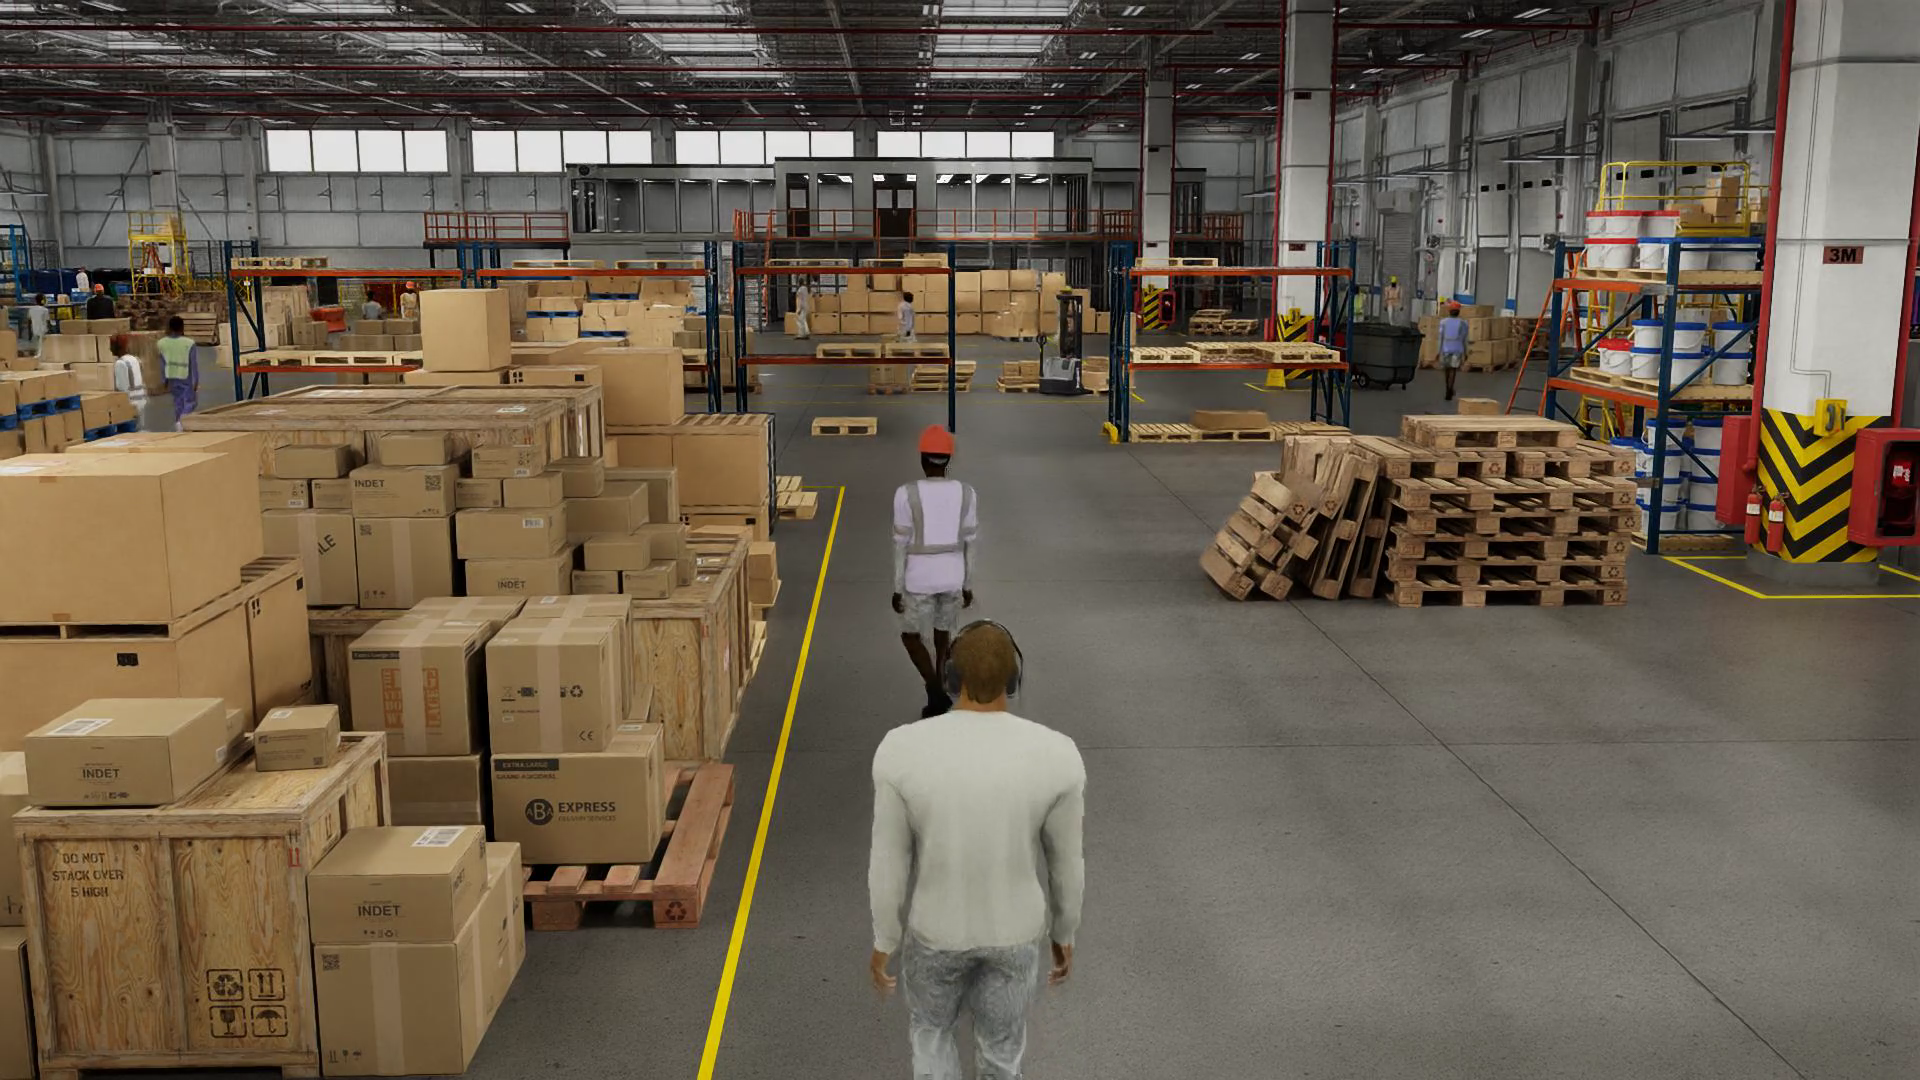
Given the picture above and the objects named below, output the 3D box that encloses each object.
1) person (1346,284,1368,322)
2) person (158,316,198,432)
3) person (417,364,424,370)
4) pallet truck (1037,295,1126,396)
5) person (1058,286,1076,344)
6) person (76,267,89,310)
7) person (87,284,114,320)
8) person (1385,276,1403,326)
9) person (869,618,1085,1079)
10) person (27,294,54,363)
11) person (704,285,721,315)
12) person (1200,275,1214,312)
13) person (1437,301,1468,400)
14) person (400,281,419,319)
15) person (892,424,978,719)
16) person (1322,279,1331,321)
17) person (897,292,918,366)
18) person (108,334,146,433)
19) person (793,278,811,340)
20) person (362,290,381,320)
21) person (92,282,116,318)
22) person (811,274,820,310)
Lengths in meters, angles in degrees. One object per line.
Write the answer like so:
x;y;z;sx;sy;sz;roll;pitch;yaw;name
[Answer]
11.550;-6.555;48.482;0.638;1.821;0.536;0;10;1;person
-11.979;-2.480;25.520;0.594;1.904;0.512;0;10;0;person
-6.207;-1.485;19.910;0.387;1.926;0.591;6;12;30;person
2.483;-3.881;33.060;1.885;1.965;0.823;-7;13;-36;pallet truck
3.181;-6.685;49.428;0.490;1.730;0.456;9;13;40;person
-39.219;-11.272;74.487;0.636;1.911;0.406;5;11;25;person
-21.346;-5.367;41.337;0.608;1.997;0.374;-6;12;-29;person
14.523;-7.888;55.704;0.597;1.886;0.976;3;11;15;person
0.053;1.183;5.048;0.655;1.926;0.436;0;10;-2;person
-21.265;-4.778;38.586;0.533;1.805;0.984;2;10;12;person
-7.220;-6.570;48.649;0.517;1.794;0.995;-4;11;-23;person
10.614;-10.770;71.483;0.612;1.986;0.407;3;11;18;person
9.521;-3.657;32.128;0.561;1.887;1.019;5;11;26;person
-15.374;-6.272;46.570;0.374;1.930;0.542;9;14;41;person
-0.146;0.246;10.281;0.560;1.918;0.499;-4;11;-21;person
10.740;-6.664;48.737;0.605;1.932;0.431;7;12;33;person
-1.271;-5.135;40.534;0.512;1.821;0.627;-5;11;-27;person
-10.688;-1.704;21.309;0.539;1.869;0.596;0;10;-3;person
-4.873;-7.125;51.335;0.550;1.931;0.641;2;10;11;person
-14.507;-5.231;40.990;0.525;1.845;0.662;-8;13;-39;person
-23.213;-6.024;45.124;0.614;1.949;0.481;1;10;6;person
-5.276;-8.795;60.758;0.355;1.883;0.574;1;10;7;person
